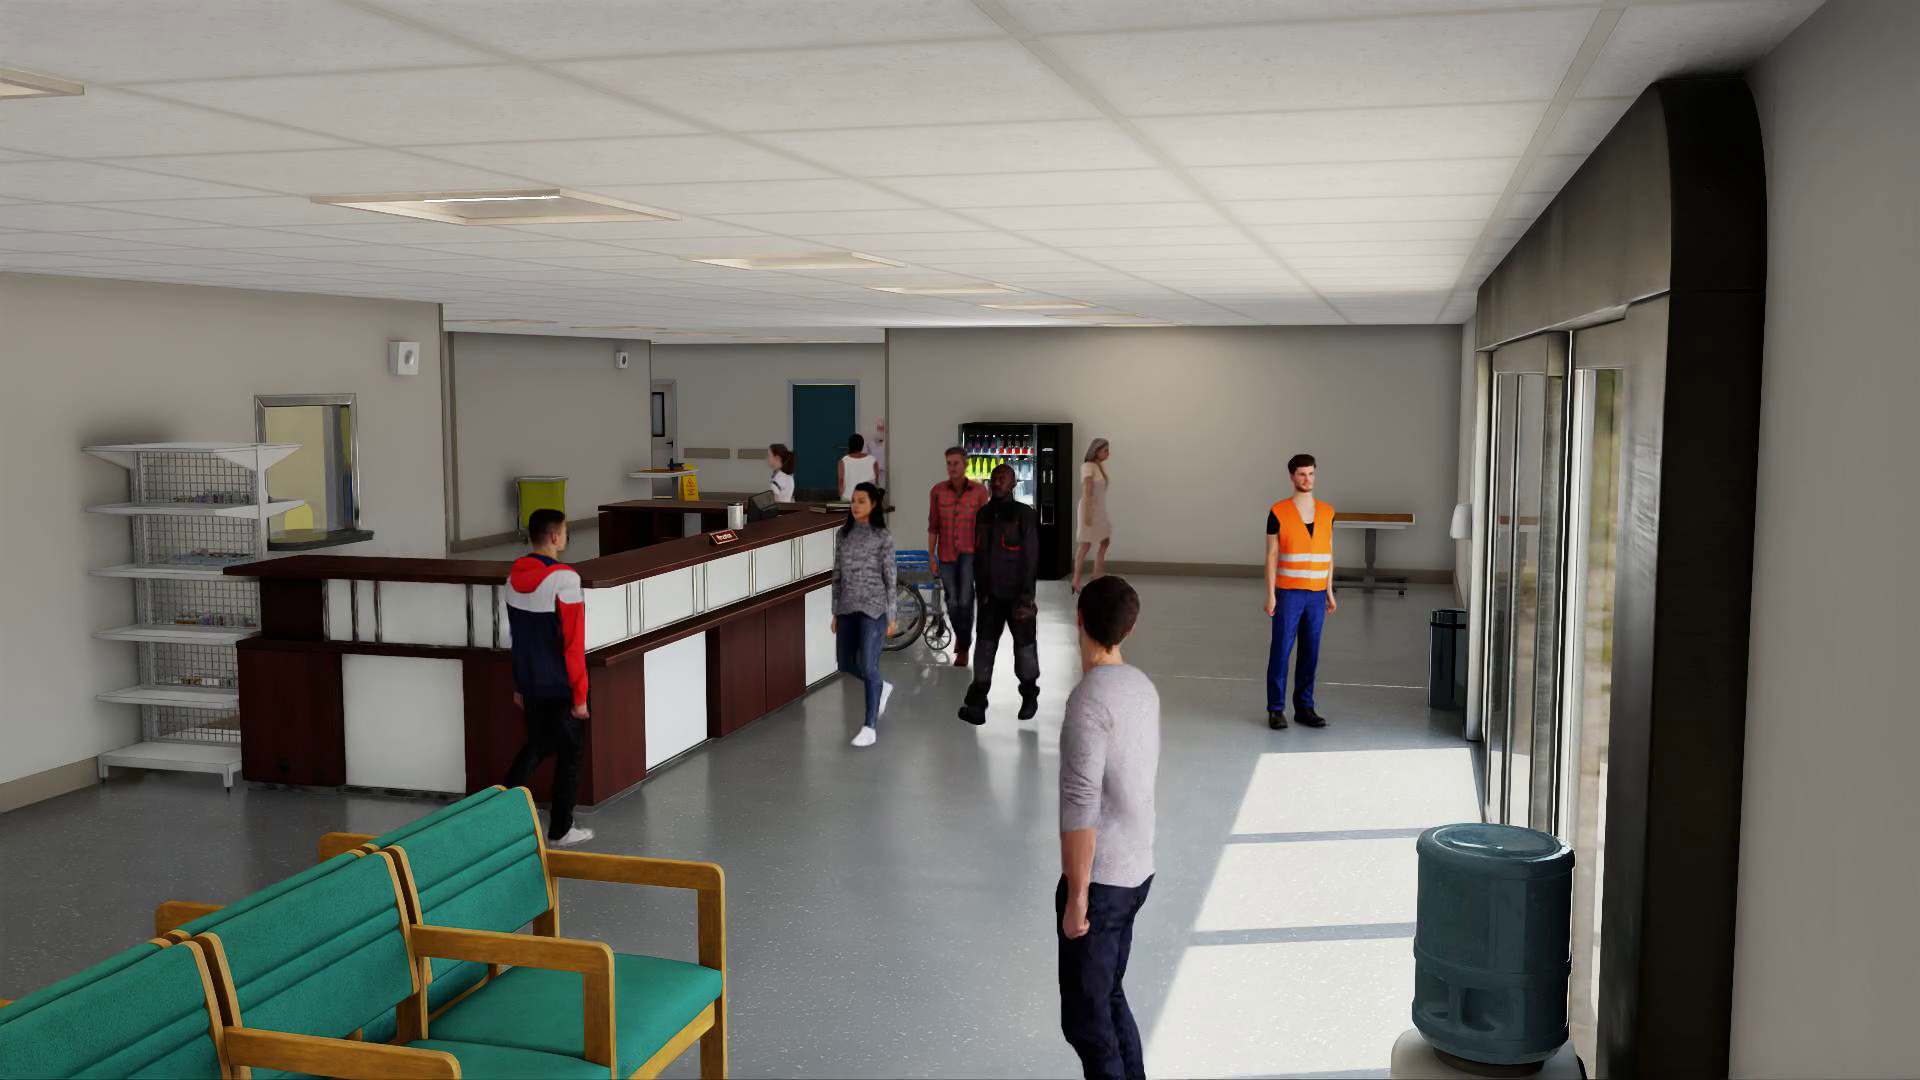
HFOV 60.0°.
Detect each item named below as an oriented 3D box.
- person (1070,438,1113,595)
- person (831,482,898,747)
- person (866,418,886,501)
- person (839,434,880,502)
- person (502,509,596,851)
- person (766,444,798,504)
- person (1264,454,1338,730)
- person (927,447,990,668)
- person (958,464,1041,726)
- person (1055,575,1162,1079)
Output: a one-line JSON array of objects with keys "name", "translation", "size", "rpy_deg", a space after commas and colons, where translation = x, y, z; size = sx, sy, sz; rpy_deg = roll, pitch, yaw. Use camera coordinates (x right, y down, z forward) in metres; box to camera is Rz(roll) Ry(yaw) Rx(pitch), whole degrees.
[{"name": "person", "translation": [1.457, -0.256, 18.262], "size": [0.706, 1.720, 0.712], "rpy_deg": [3, 7, 28]}, {"name": "person", "translation": [-0.587, 0.477, 11.001], "size": [0.875, 1.716, 0.798], "rpy_deg": [3, 7, 28]}, {"name": "person", "translation": [-1.053, -0.723, 22.516], "size": [0.906, 1.799, 0.766], "rpy_deg": [2, 6, 18]}, {"name": "person", "translation": [-1.261, -0.481, 20.734], "size": [0.880, 1.673, 0.910], "rpy_deg": [-1, 6, -13]}, {"name": "person", "translation": [-2.134, 0.728, 8.375], "size": [0.860, 1.742, 0.834], "rpy_deg": [3, 7, 31]}, {"name": "person", "translation": [-1.636, -0.038, 16.193], "size": [1.219, 1.701, 0.757], "rpy_deg": [0, 6, 3]}, {"name": "person", "translation": [2.335, 0.346, 11.457], "size": [0.743, 1.884, 0.856], "rpy_deg": [-1, 6, -14]}, {"name": "person", "translation": [0.002, 0.147, 13.972], "size": [1.199, 1.777, 0.818], "rpy_deg": [1, 6, 10]}, {"name": "person", "translation": [0.376, 0.383, 11.555], "size": [1.193, 1.792, 0.925], "rpy_deg": [3, 6, 25]}, {"name": "person", "translation": [0.449, 1.038, 4.976], "size": [0.569, 1.805, 0.940], "rpy_deg": [1, 6, 10]}]
